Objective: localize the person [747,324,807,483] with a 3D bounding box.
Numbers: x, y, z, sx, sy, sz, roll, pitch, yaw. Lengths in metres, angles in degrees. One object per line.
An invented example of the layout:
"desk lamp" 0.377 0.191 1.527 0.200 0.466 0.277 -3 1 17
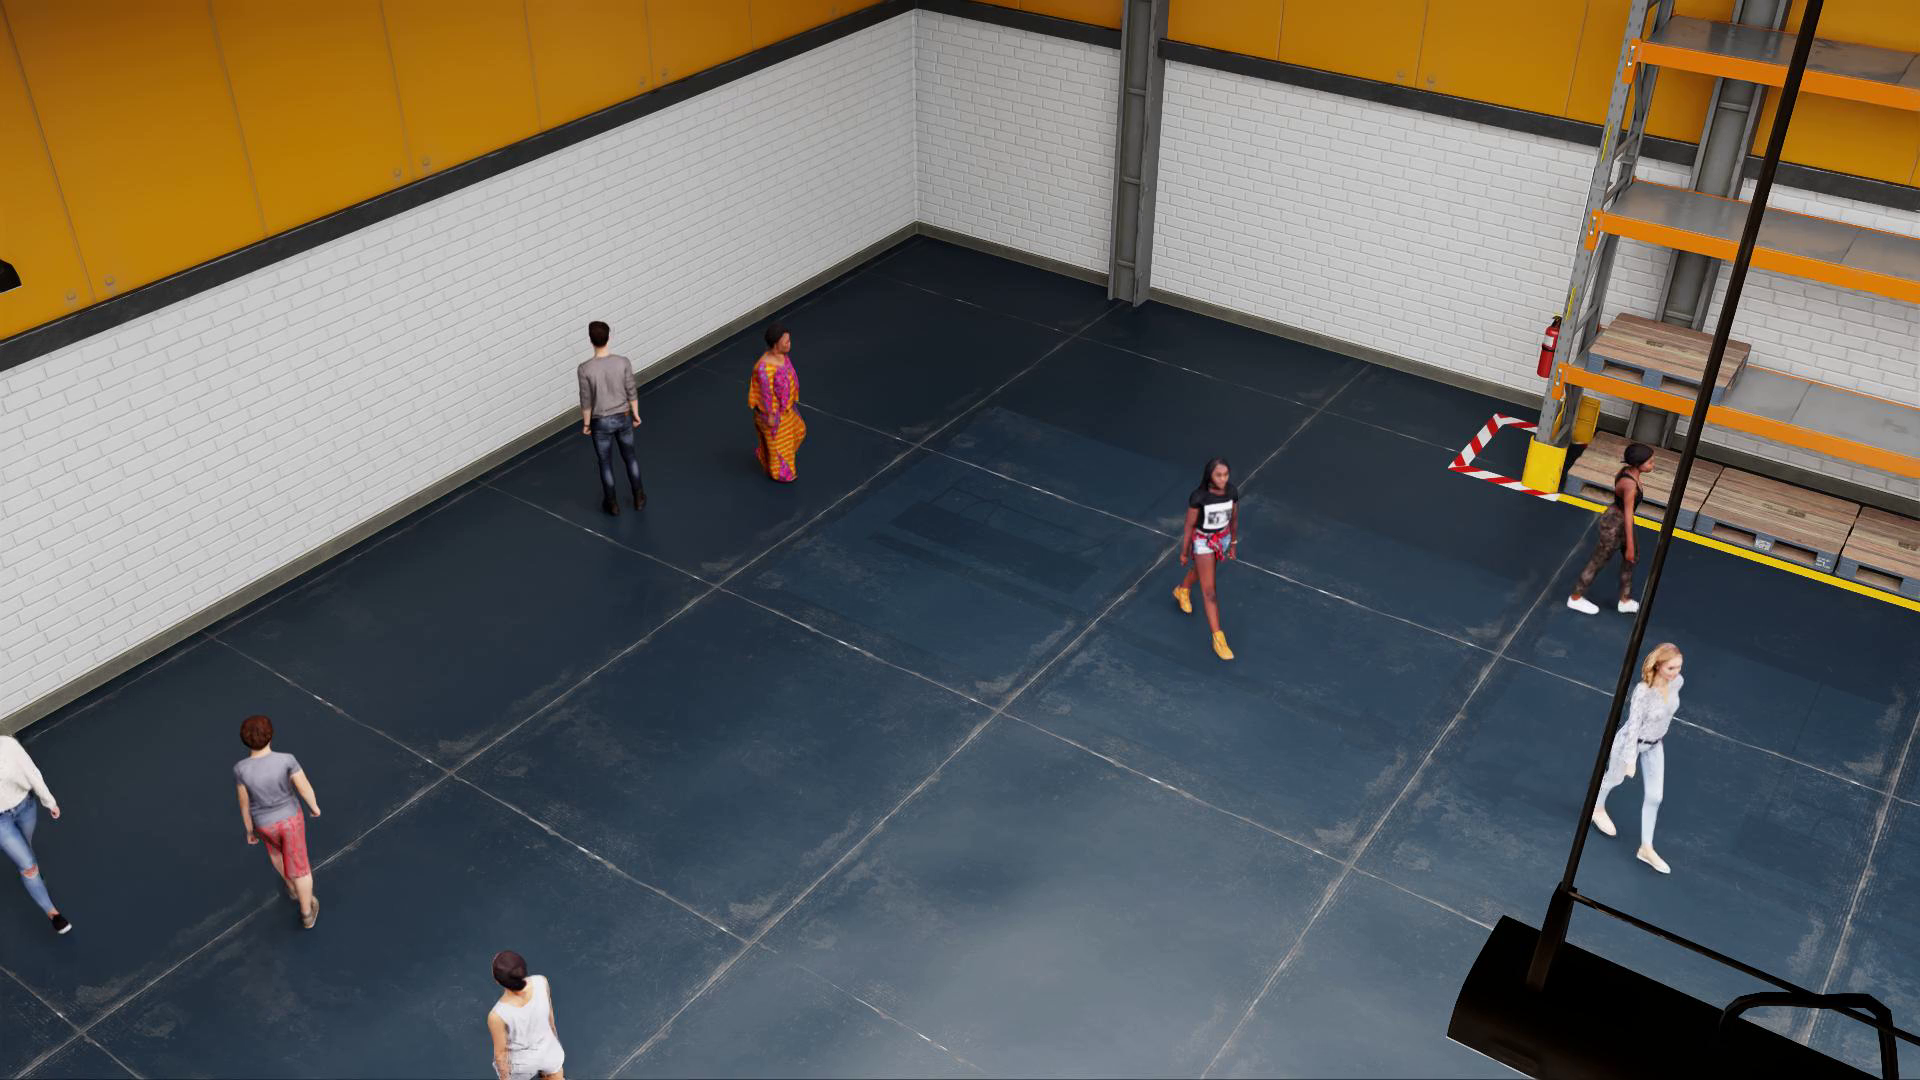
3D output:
"person" -1.792 -1.308 15.742 0.857 1.664 0.796 9 35 13

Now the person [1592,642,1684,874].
"person" 4.665 1.390 11.592 0.923 1.766 1.083 -13 36 -19

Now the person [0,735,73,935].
"person" -6.361 1.796 11.091 1.132 1.643 0.712 26 42 33

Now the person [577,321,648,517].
"person" -3.191 -1.103 15.218 0.777 1.903 0.769 -13 36 -19

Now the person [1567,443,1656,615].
"person" 5.392 -0.090 13.899 0.948 1.676 0.724 13 36 19

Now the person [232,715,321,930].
"person" -4.478 1.910 10.930 0.846 1.632 0.921 -9 35 -13

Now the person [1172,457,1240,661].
"person" 2.005 0.040 13.707 1.017 1.673 1.297 -15 36 -21

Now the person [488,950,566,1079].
"person" -2.390 2.946 9.406 0.920 1.594 0.599 25 41 32
